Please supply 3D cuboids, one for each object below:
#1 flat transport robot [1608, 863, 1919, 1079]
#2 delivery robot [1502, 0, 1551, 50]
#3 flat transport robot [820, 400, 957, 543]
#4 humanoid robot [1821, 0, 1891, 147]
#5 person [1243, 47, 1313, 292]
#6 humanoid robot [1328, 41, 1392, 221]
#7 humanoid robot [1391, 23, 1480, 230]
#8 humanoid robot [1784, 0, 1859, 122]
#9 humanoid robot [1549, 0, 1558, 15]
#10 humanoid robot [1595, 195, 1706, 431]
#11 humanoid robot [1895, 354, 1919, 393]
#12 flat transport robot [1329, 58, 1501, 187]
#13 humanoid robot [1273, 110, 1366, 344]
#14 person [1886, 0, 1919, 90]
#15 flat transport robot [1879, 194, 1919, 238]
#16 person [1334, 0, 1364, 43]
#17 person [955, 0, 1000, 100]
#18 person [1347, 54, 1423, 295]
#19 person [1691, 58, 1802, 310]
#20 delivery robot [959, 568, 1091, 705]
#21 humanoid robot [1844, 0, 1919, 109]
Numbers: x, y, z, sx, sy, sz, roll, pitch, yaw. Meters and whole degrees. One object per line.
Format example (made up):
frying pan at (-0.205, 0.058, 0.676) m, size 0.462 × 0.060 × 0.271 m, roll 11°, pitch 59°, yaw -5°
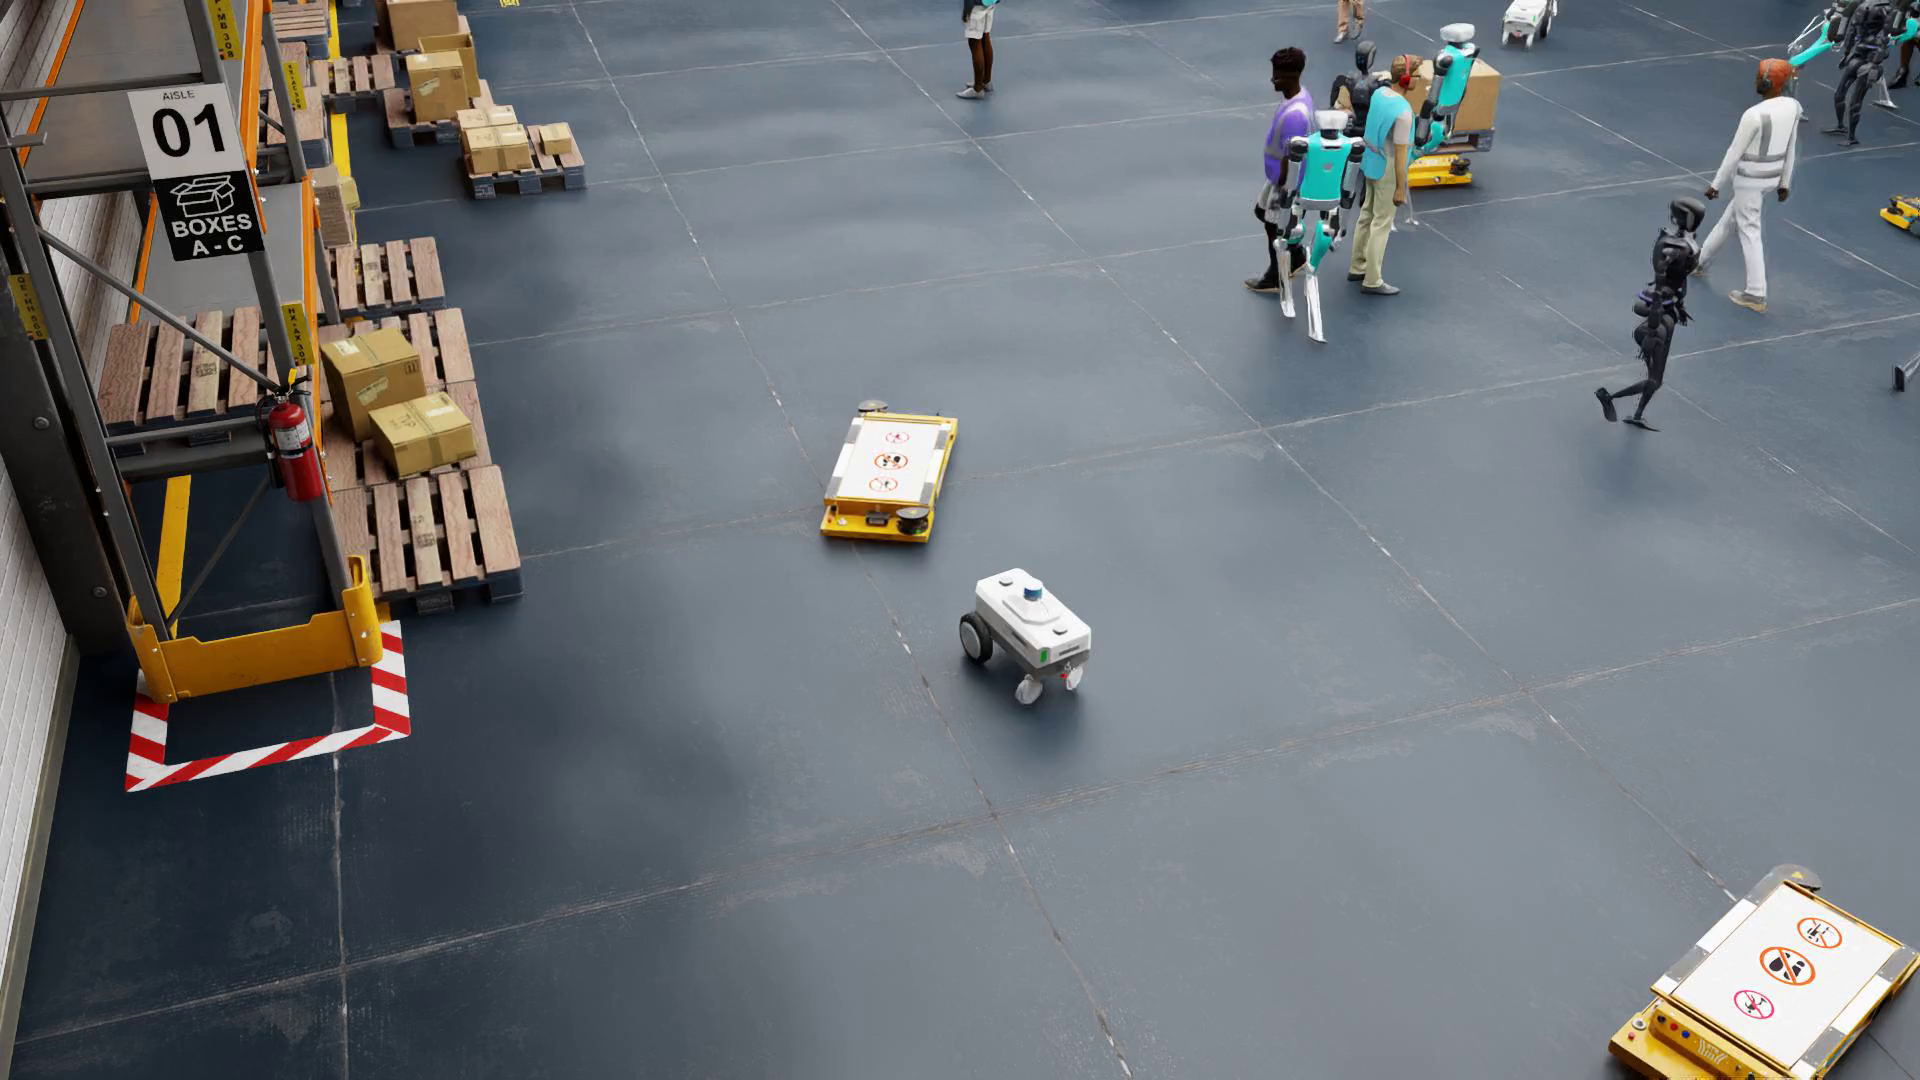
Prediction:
flat transport robot at (3.394, 1.901, 6.943) m, size 1.431 × 0.231 × 0.659 m, roll -26°, pitch 41°, yaw -33°
delivery robot at (6.296, -5.812, 18.526) m, size 0.499 × 0.612 × 0.805 m, roll 15°, pitch 36°, yaw 21°
flat transport robot at (-0.429, -0.448, 10.545) m, size 0.659 × 0.231 × 1.431 m, roll 4°, pitch 33°, yaw 6°
humanoid robot at (8.395, -4.473, 15.443) m, size 0.383 × 1.639 × 0.609 m, roll -3°, pitch 33°, yaw -4°
person at (2.458, -2.758, 12.554) m, size 0.459 × 1.944 × 0.633 m, roll 5°, pitch 33°, yaw 8°
humanoid robot at (3.267, -3.235, 13.565) m, size 0.613 × 1.640 × 0.685 m, roll 14°, pitch 36°, yaw 20°
humanoid robot at (3.775, -3.413, 13.753) m, size 0.530 × 1.787 × 0.743 m, roll -28°, pitch 42°, yaw -36°
humanoid robot at (8.305, -4.937, 16.127) m, size 0.737 × 1.821 × 0.551 m, roll 8°, pitch 34°, yaw 12°
humanoid robot at (6.889, -6.978, 19.227) m, size 0.534 × 1.811 × 0.724 m, roll 6°, pitch 34°, yaw 10°
humanoid robot at (4.539, -1.483, 10.848) m, size 0.406 × 1.647 × 0.607 m, roll 23°, pitch 40°, yaw 31°
humanoid robot at (6.868, -1.675, 11.118) m, size 0.921 × 1.793 × 0.538 m, roll 10°, pitch 35°, yaw 15°
flat transport robot at (4.138, -3.620, 15.411) m, size 0.659 × 0.231 × 1.431 m, roll -5°, pitch 33°, yaw -8°
humanoid robot at (2.529, -2.318, 12.070) m, size 0.545 × 1.761 × 0.931 m, roll -2°, pitch 33°, yaw -3°
person at (9.759, -5.515, 16.824) m, size 0.523 × 1.908 × 0.555 m, roll -10°, pitch 34°, yaw -15°
flat transport robot at (8.417, -2.534, 13.745) m, size 0.659 × 0.231 × 1.431 m, roll -10°, pitch 35°, yaw -15°
person at (4.297, -6.249, 18.168) m, size 0.529 × 1.653 × 0.444 m, roll 21°, pitch 38°, yaw 29°
person at (0.198, -5.396, 16.618) m, size 0.436 × 1.933 × 0.574 m, roll 11°, pitch 35°, yaw 16°
person at (3.226, -2.781, 12.681) m, size 0.372 × 1.842 × 0.568 m, roll -6°, pitch 34°, yaw -9°
person at (5.980, -2.735, 12.625) m, size 0.575 × 1.832 × 0.984 m, roll -19°, pitch 38°, yaw -27°
delivery robot at (0.355, 0.471, 8.874) m, size 0.529 × 0.594 × 0.766 m, roll -18°, pitch 37°, yaw -26°
humanoid robot at (9.155, -5.050, 16.340) m, size 0.530 × 1.874 × 0.797 m, roll -17°, pitch 37°, yaw -24°
